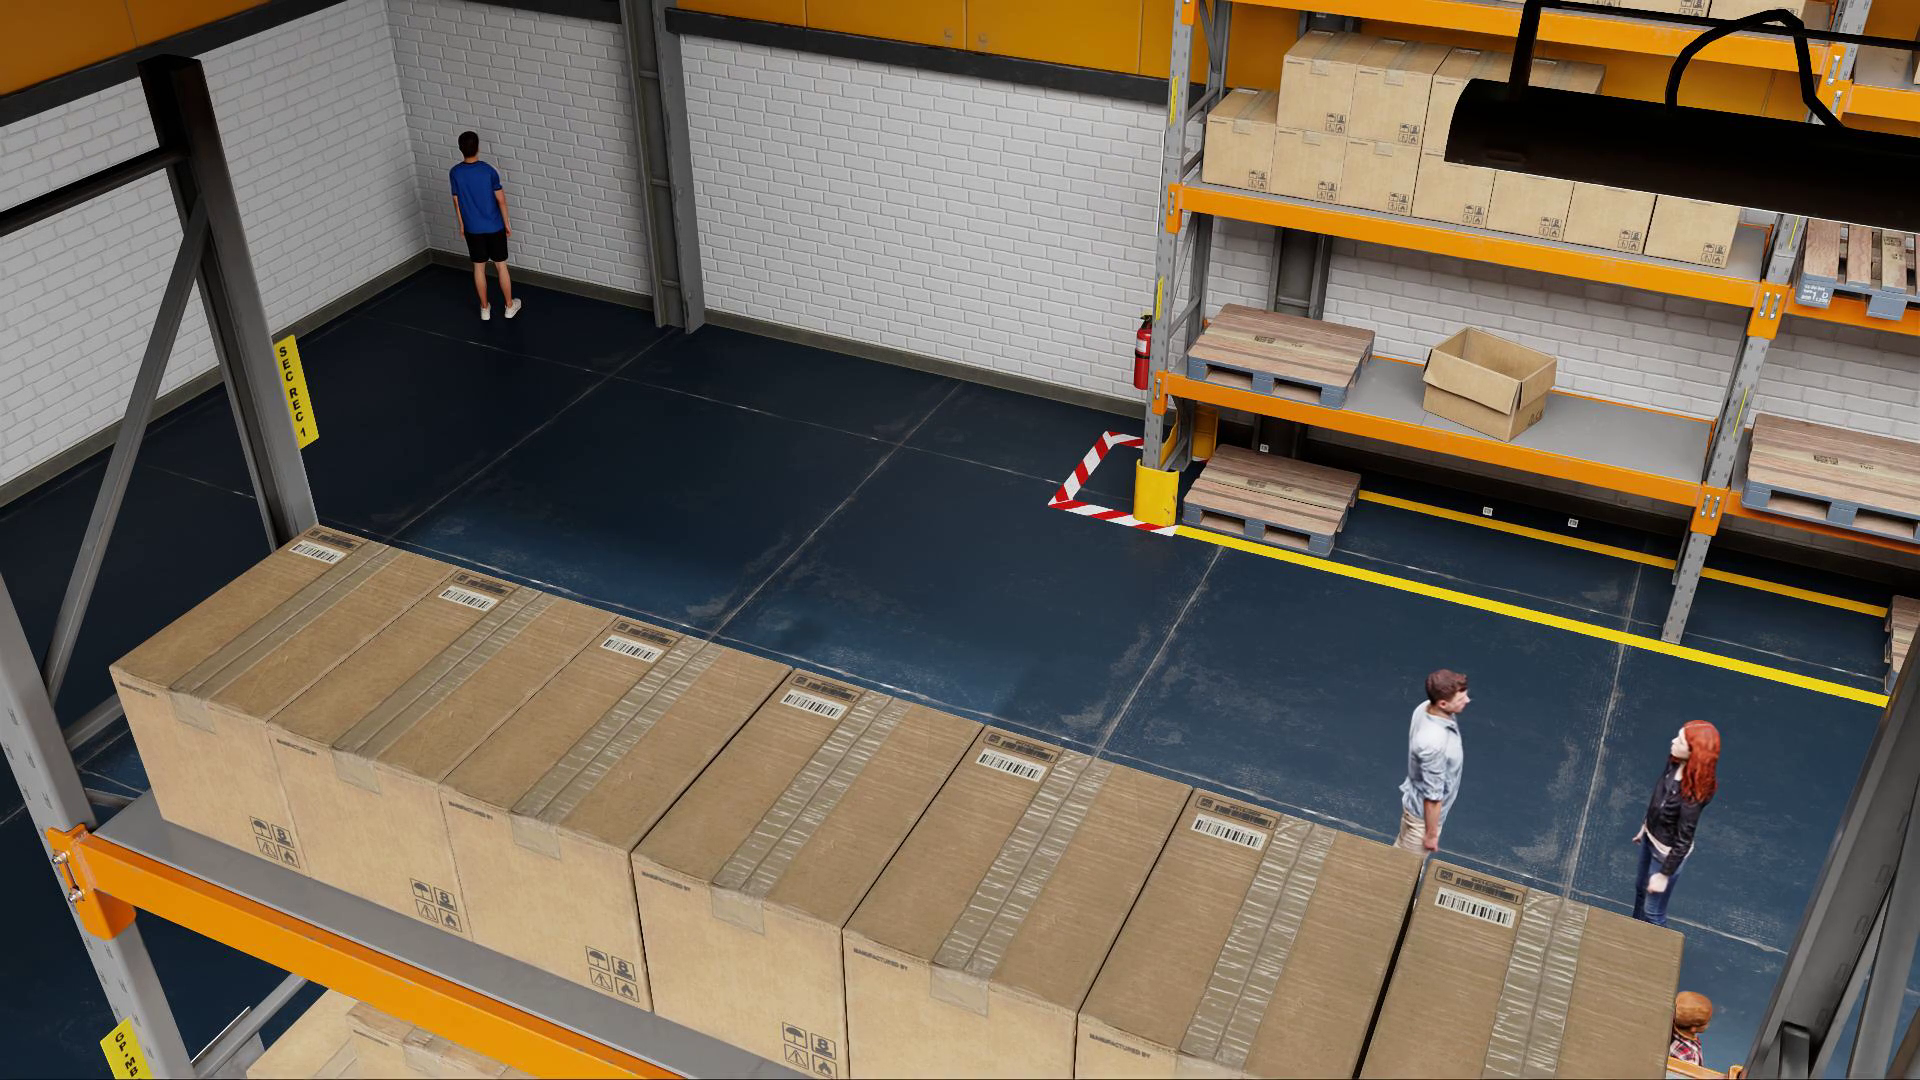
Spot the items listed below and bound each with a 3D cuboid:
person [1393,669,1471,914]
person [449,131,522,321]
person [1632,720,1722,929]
[{"bbox_3d":[2.569,1.464,9.227,0.639,1.848,0.698,6,34,9],"label":"person"},{"bbox_3d":[-4.578,-3.023,15.961,0.700,1.866,0.798,-5,34,-8],"label":"person"},{"bbox_3d":[3.778,1.681,8.956,0.618,1.787,0.639,4,34,6],"label":"person"}]
